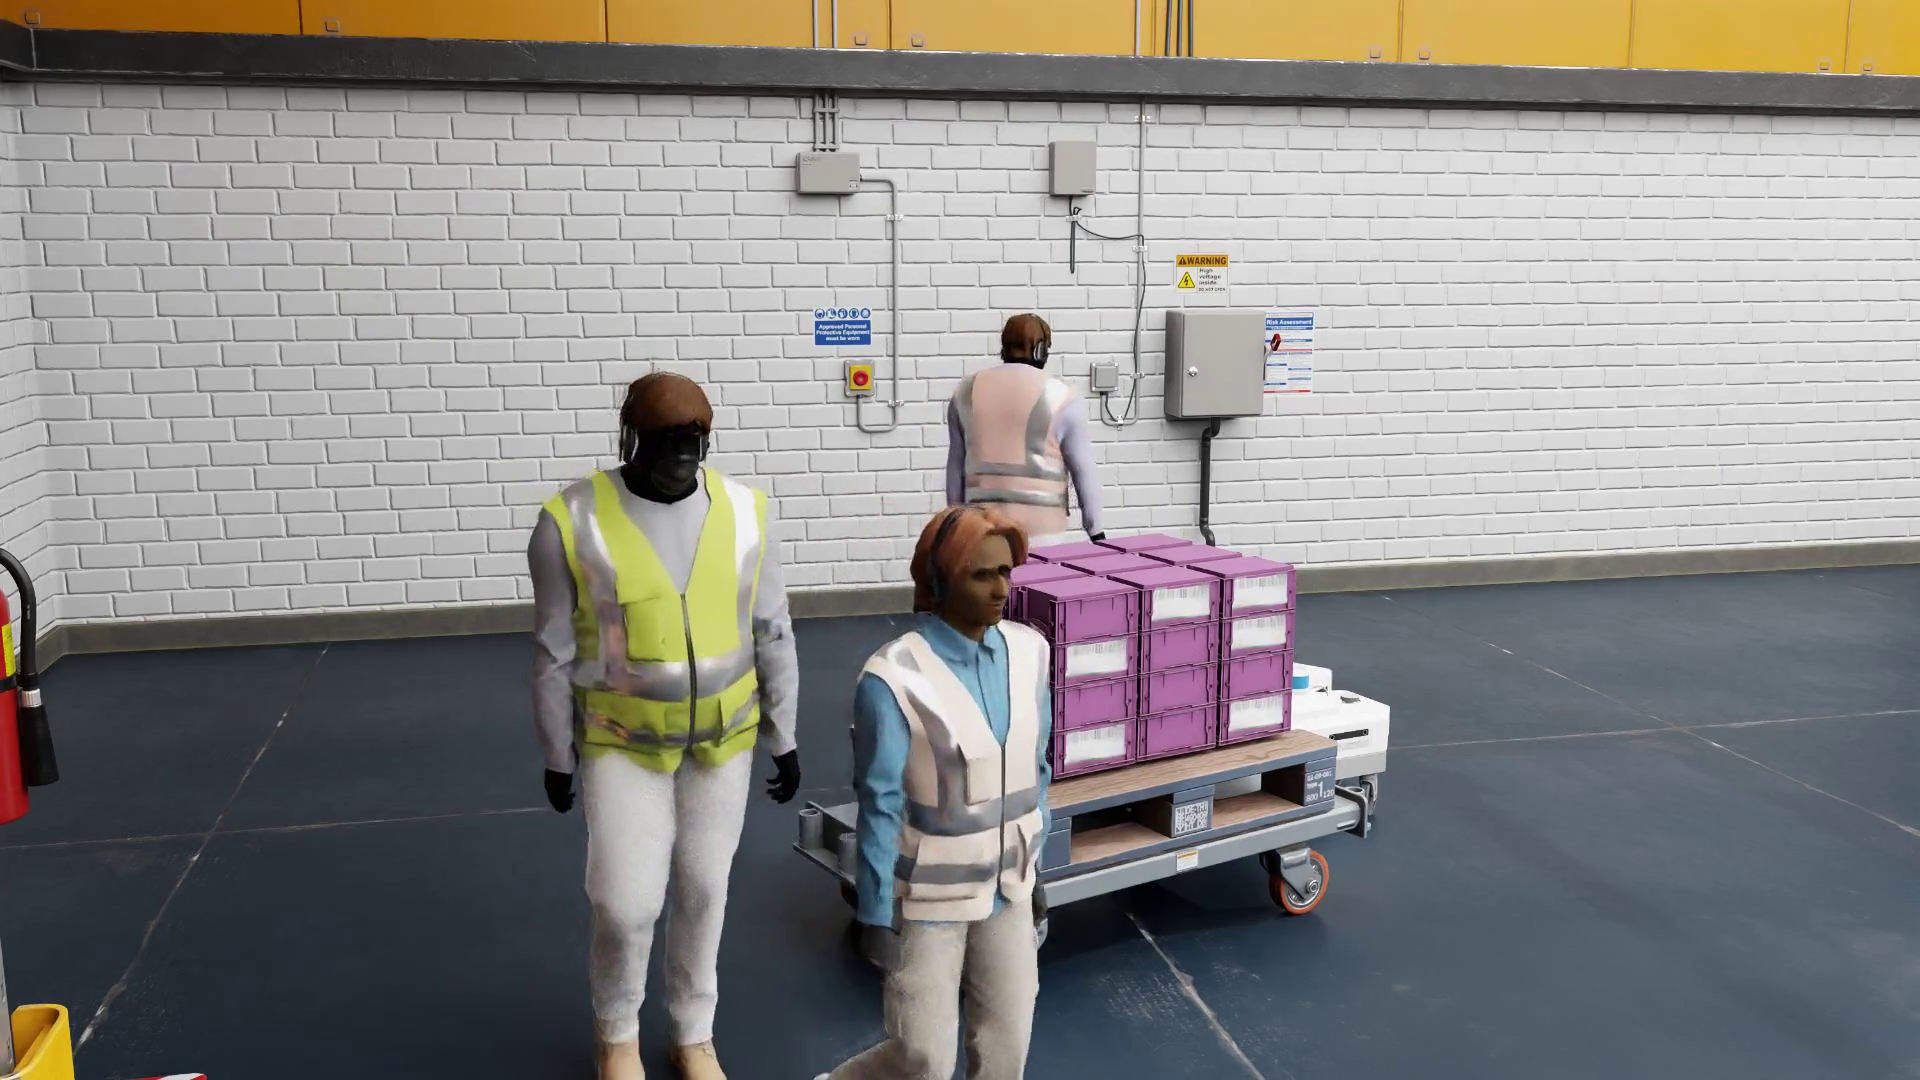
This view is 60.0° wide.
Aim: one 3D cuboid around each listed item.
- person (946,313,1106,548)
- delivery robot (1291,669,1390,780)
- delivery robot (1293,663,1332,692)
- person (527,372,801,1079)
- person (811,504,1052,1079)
[{"bbox_3d":[0.264,-0.064,7.203,0.683,1.818,0.442,6,12,31],"label":"person"},{"bbox_3d":[1.226,0.717,6.114,0.707,0.478,0.477,-5,11,-26],"label":"delivery robot"},{"bbox_3d":[1.133,0.597,6.781,0.707,0.478,0.477,8,13,37],"label":"delivery robot"},{"bbox_3d":[-0.709,0.500,4.076,0.629,1.821,0.443,-5,11,-27],"label":"person"},{"bbox_3d":[-0.051,0.715,3.451,0.512,1.623,0.549,-9,14,-42],"label":"person"}]
